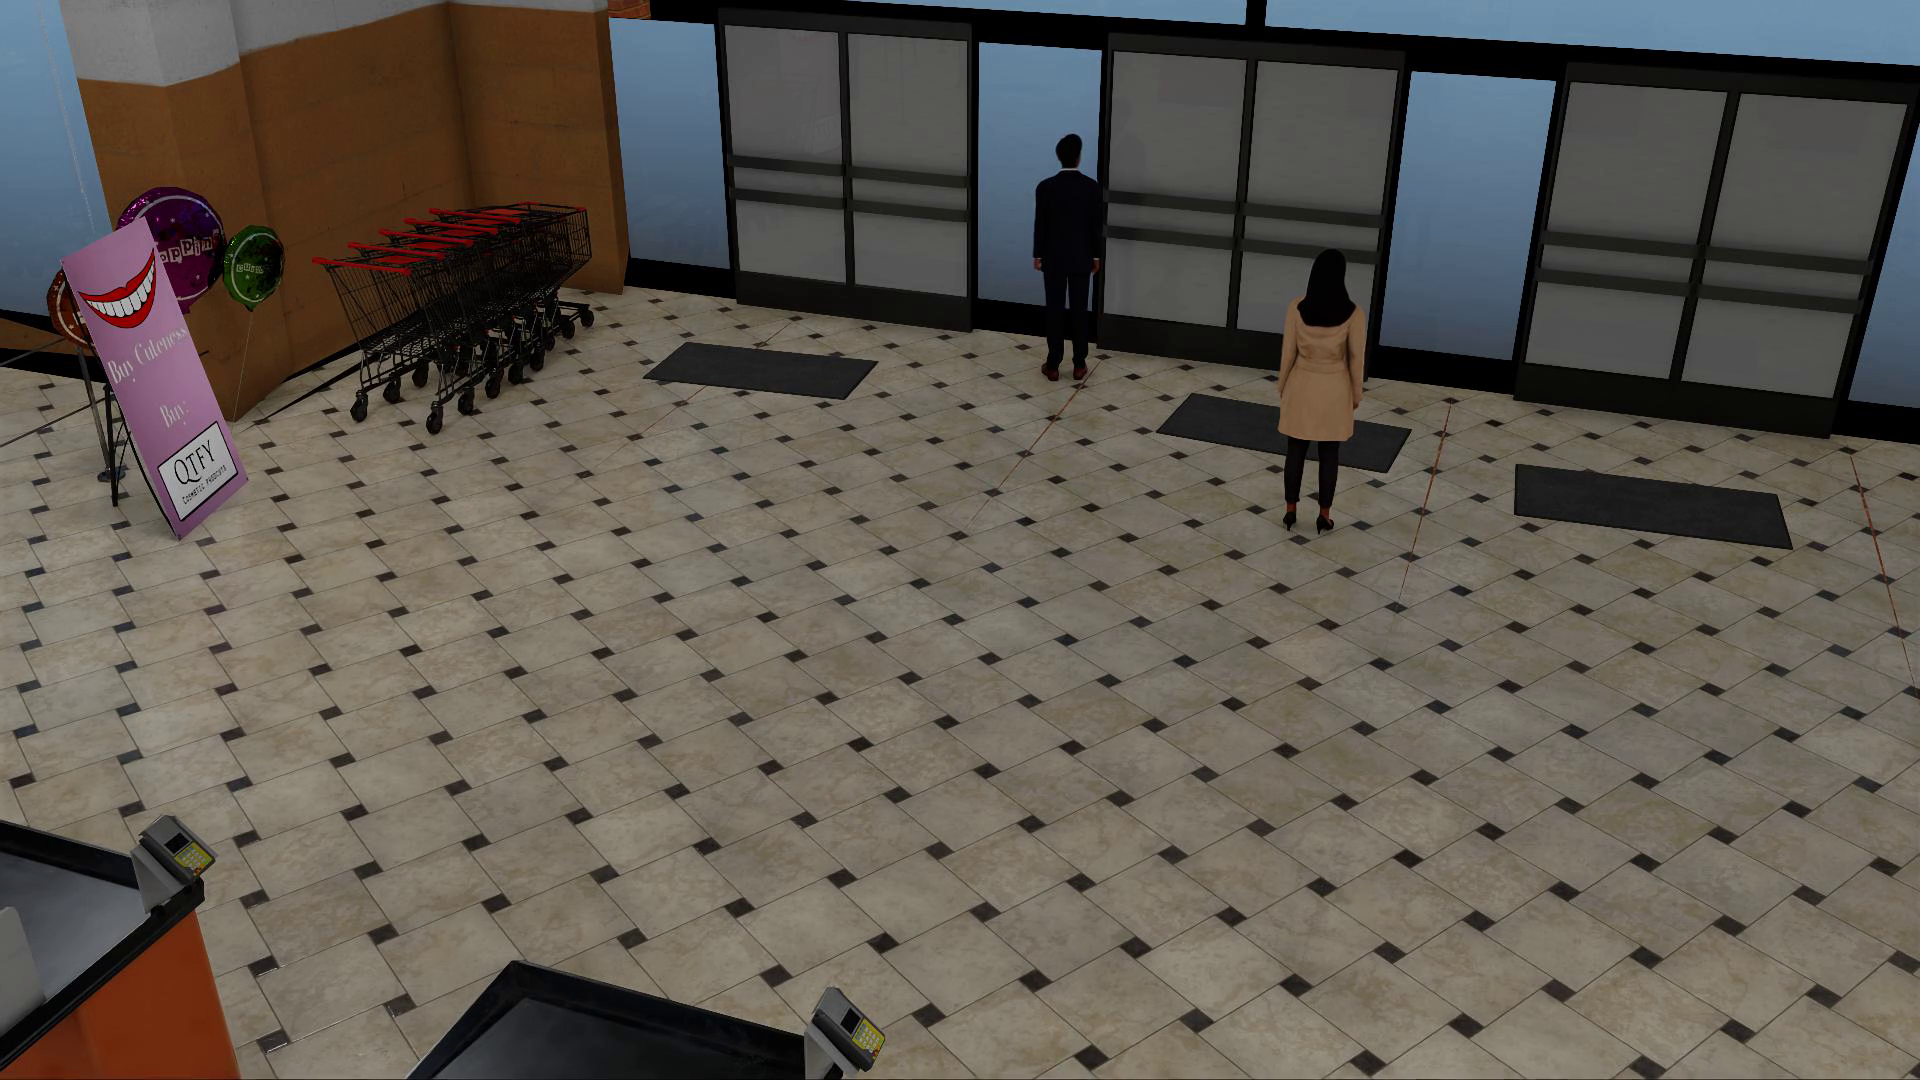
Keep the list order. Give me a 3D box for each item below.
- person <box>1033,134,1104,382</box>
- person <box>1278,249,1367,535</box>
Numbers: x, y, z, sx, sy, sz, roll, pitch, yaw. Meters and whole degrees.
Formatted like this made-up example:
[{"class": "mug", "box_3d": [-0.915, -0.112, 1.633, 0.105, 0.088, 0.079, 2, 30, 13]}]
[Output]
[{"class": "person", "box_3d": [0.746, -1.951, 11.575, 0.708, 1.725, 0.677, -2, 27, -4]}, {"class": "person", "box_3d": [2.025, -0.823, 9.399, 0.622, 1.682, 0.502, 9, 28, 18]}]
